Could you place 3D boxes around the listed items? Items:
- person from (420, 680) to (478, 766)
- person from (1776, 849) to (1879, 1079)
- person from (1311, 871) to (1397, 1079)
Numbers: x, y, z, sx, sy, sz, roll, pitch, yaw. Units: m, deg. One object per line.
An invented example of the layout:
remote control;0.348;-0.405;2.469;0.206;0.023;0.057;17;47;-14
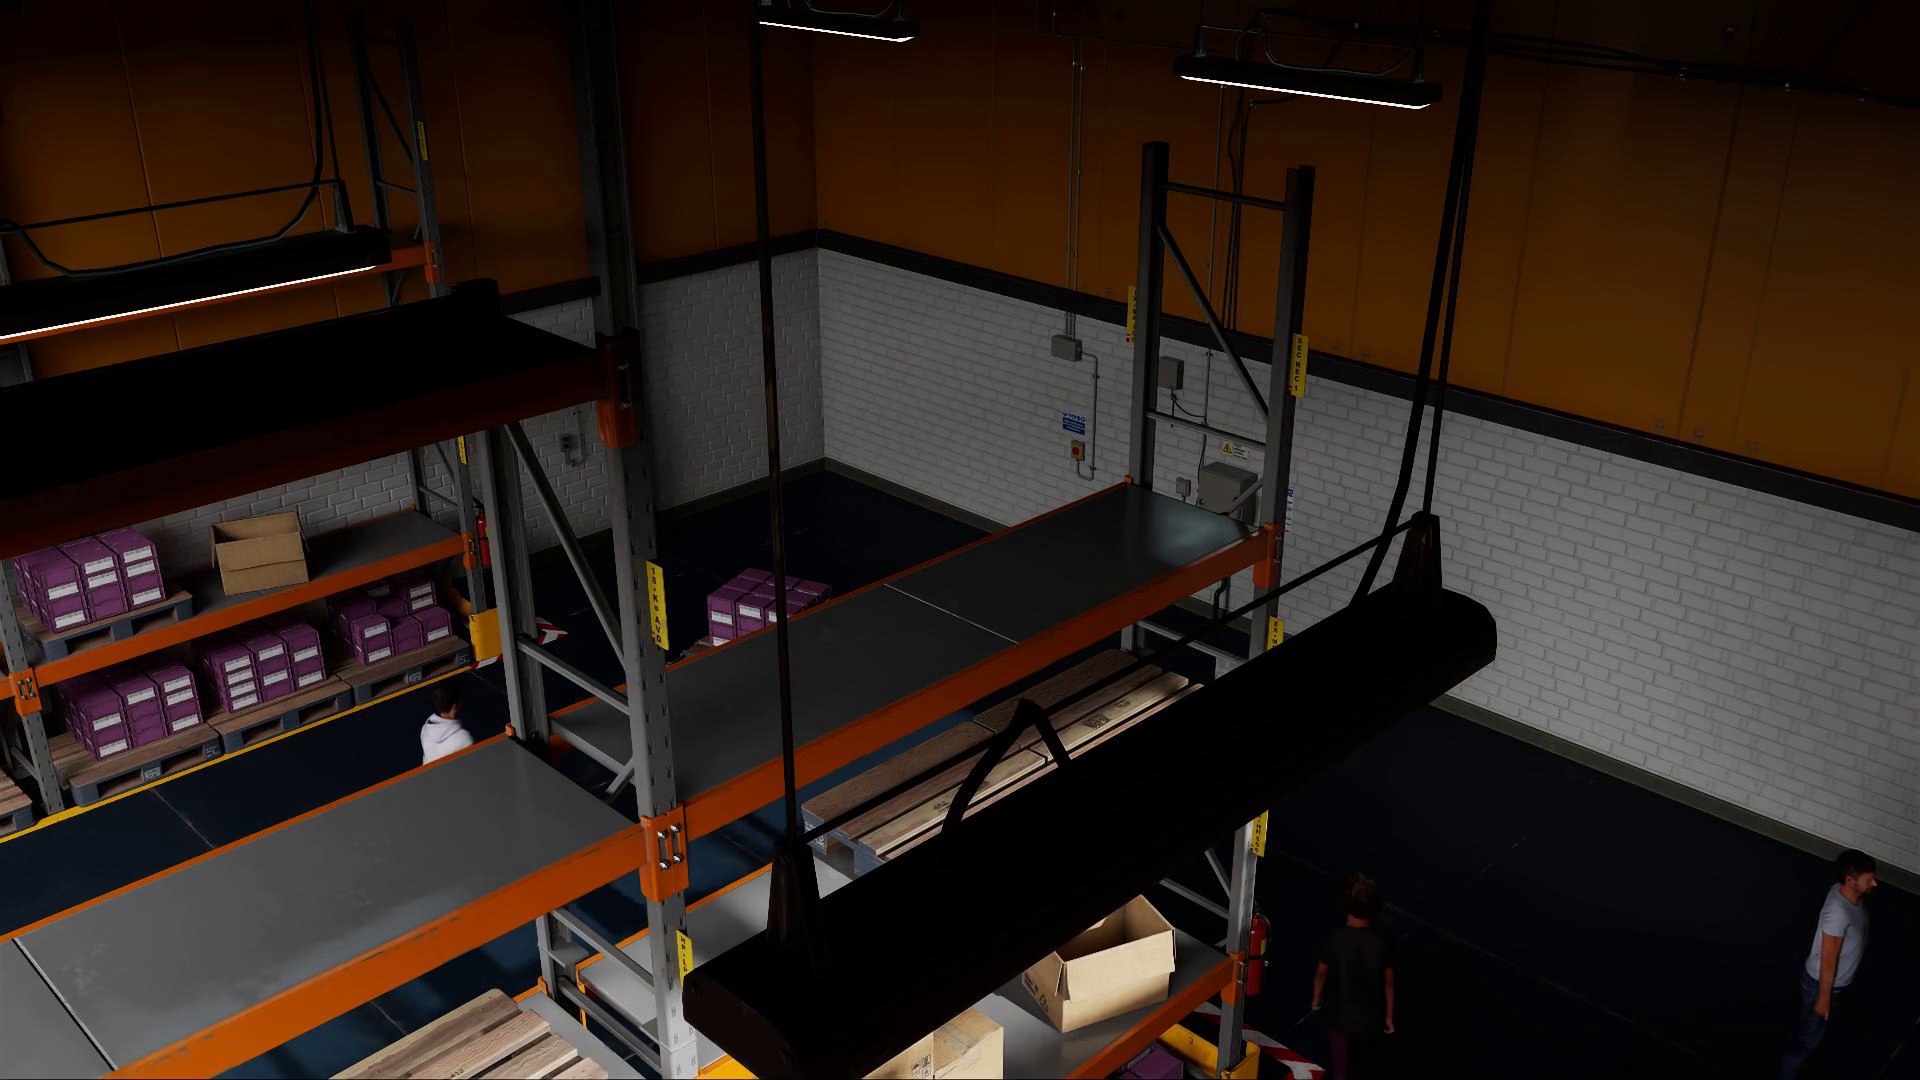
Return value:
person;-3.734;1.954;12.094;0.725;1.908;0.732;16;29;33
person;5.394;2.731;10.369;0.740;1.865;0.532;15;28;31
person;2.412;2.906;10.138;1.094;1.731;1.129;-1;24;-2
